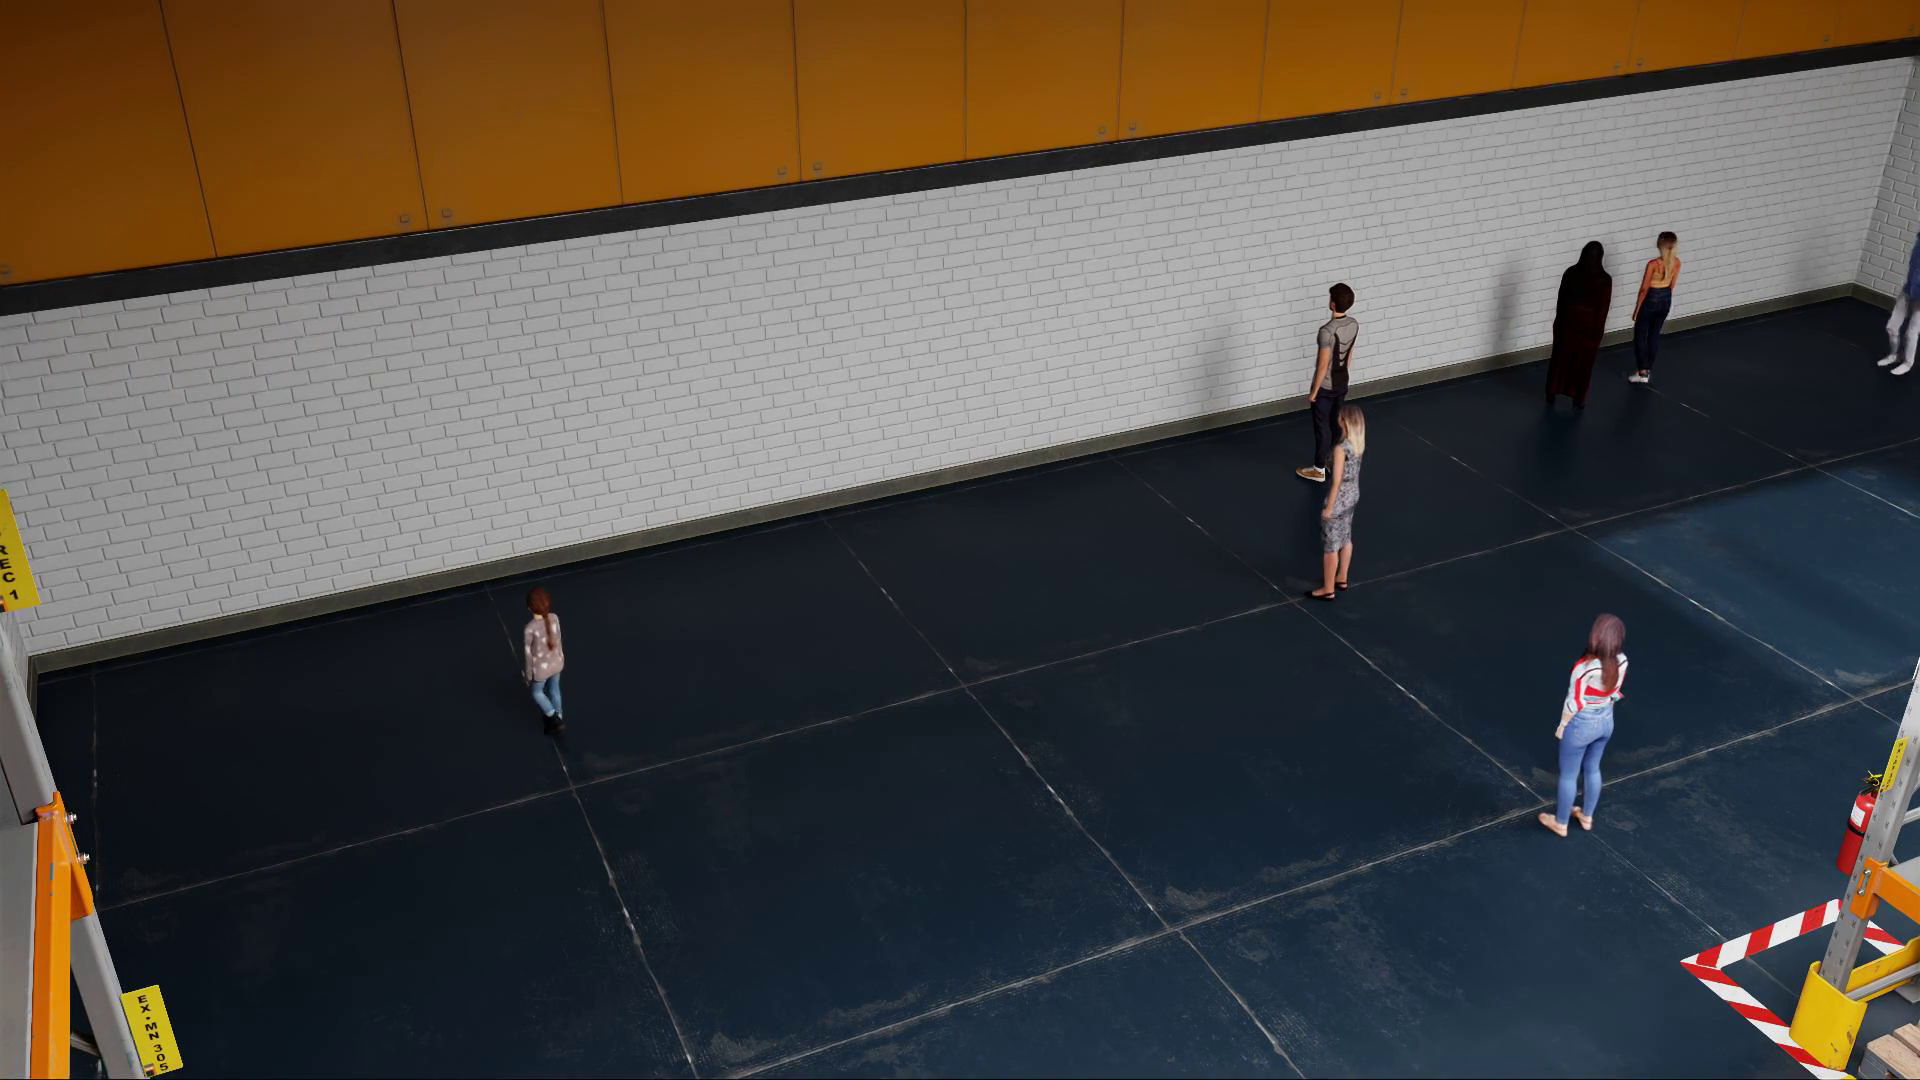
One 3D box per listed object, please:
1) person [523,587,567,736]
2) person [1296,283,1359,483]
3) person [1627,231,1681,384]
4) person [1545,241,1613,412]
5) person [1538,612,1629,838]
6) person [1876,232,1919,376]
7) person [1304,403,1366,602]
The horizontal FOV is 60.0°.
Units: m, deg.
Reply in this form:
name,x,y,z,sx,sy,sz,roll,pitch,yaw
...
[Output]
name,x,y,z,sx,sy,sz,roll,pitch,yaw
person,-2.919,0.890,11.799,0.636,1.188,0.590,22,35,34
person,3.428,-1.458,15.367,0.712,1.895,0.643,-22,35,-34
person,7.283,-2.439,17.441,0.637,1.631,0.710,-6,29,-11
person,6.254,-2.168,16.813,0.733,1.756,0.834,18,33,30
person,4.086,1.198,10.795,0.583,1.610,0.492,-12,31,-21
person,10.142,-2.620,17.545,0.802,1.848,0.661,-1,29,-1
person,3.105,-0.306,13.456,0.632,1.702,0.649,22,36,35
